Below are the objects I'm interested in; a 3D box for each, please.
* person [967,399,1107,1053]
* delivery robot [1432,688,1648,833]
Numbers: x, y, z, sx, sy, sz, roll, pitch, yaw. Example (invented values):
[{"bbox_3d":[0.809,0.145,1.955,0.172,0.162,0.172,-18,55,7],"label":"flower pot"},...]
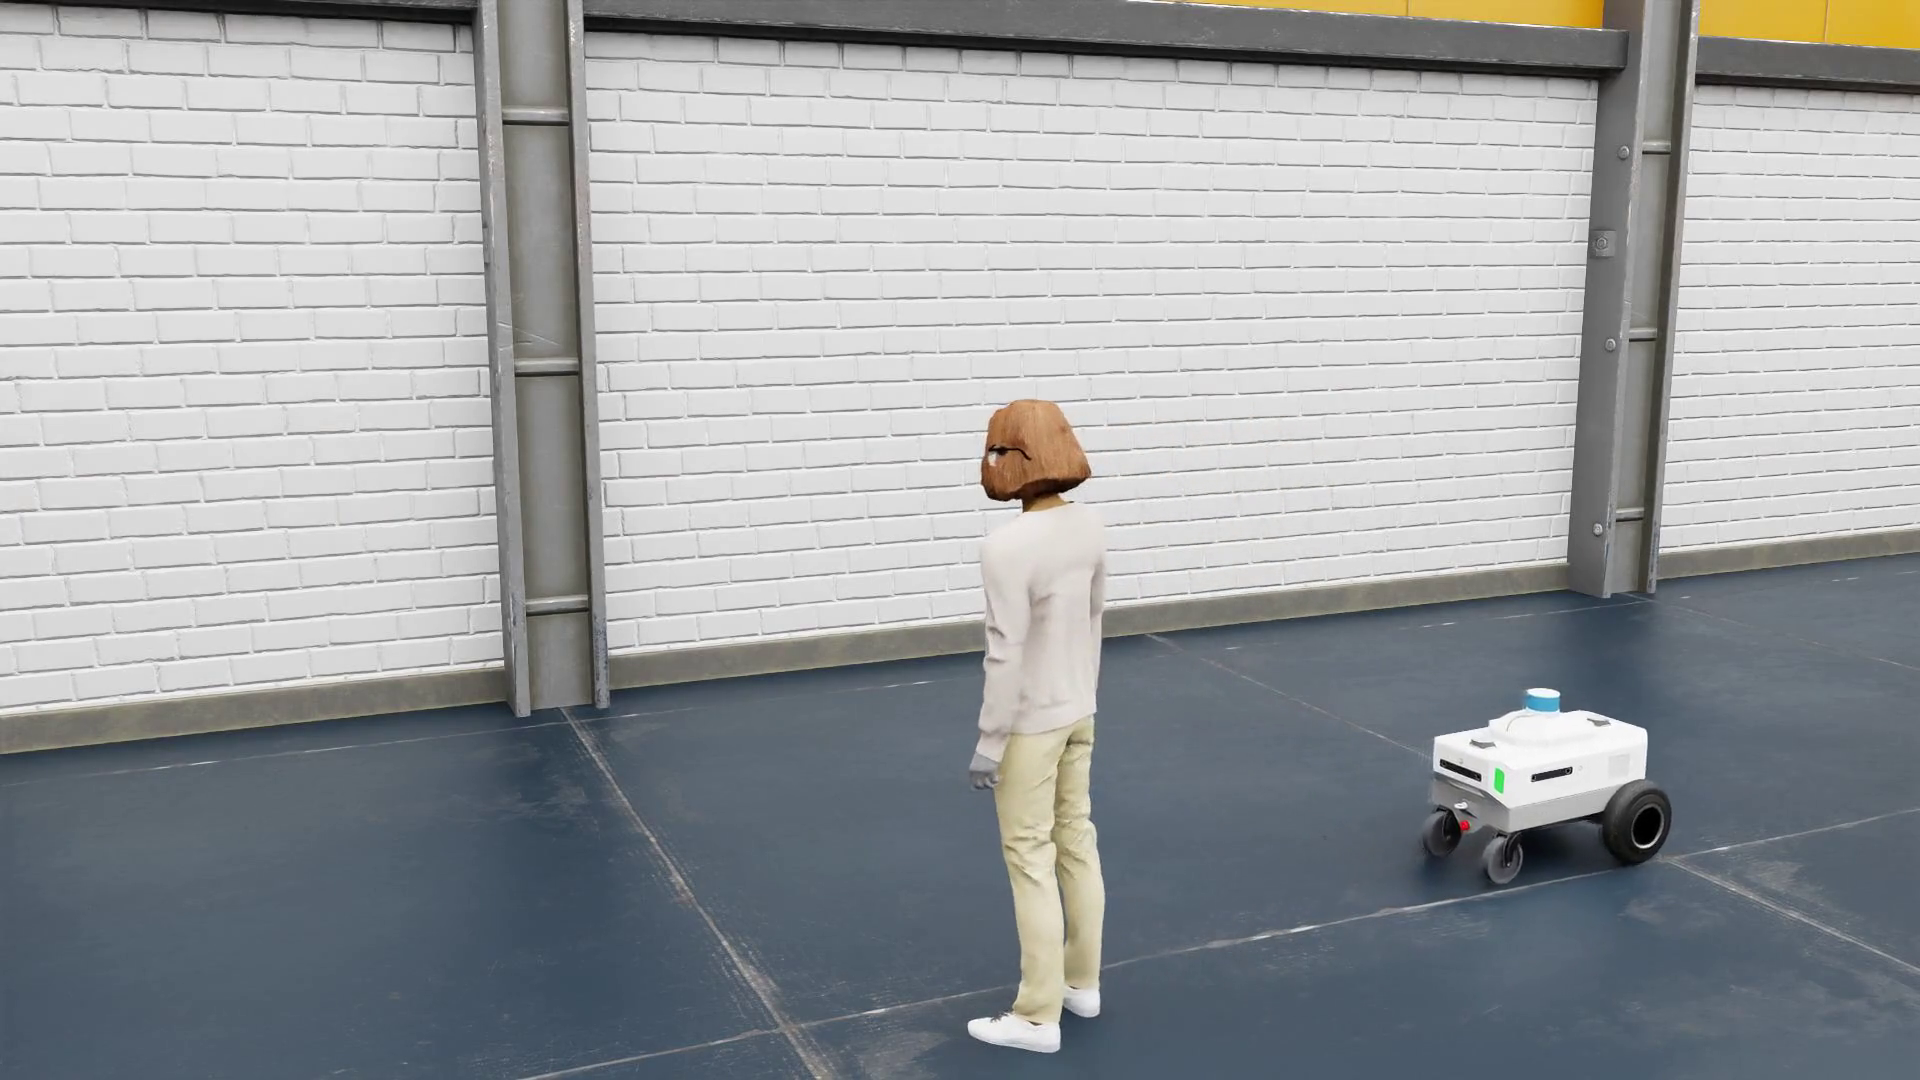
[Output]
[{"bbox_3d":[0.195,0.463,4.173,0.268,1.630,0.507,7,12,34],"label":"person"},{"bbox_3d":[1.888,0.728,5.425,0.707,0.478,0.477,-5,12,-27],"label":"delivery robot"}]
